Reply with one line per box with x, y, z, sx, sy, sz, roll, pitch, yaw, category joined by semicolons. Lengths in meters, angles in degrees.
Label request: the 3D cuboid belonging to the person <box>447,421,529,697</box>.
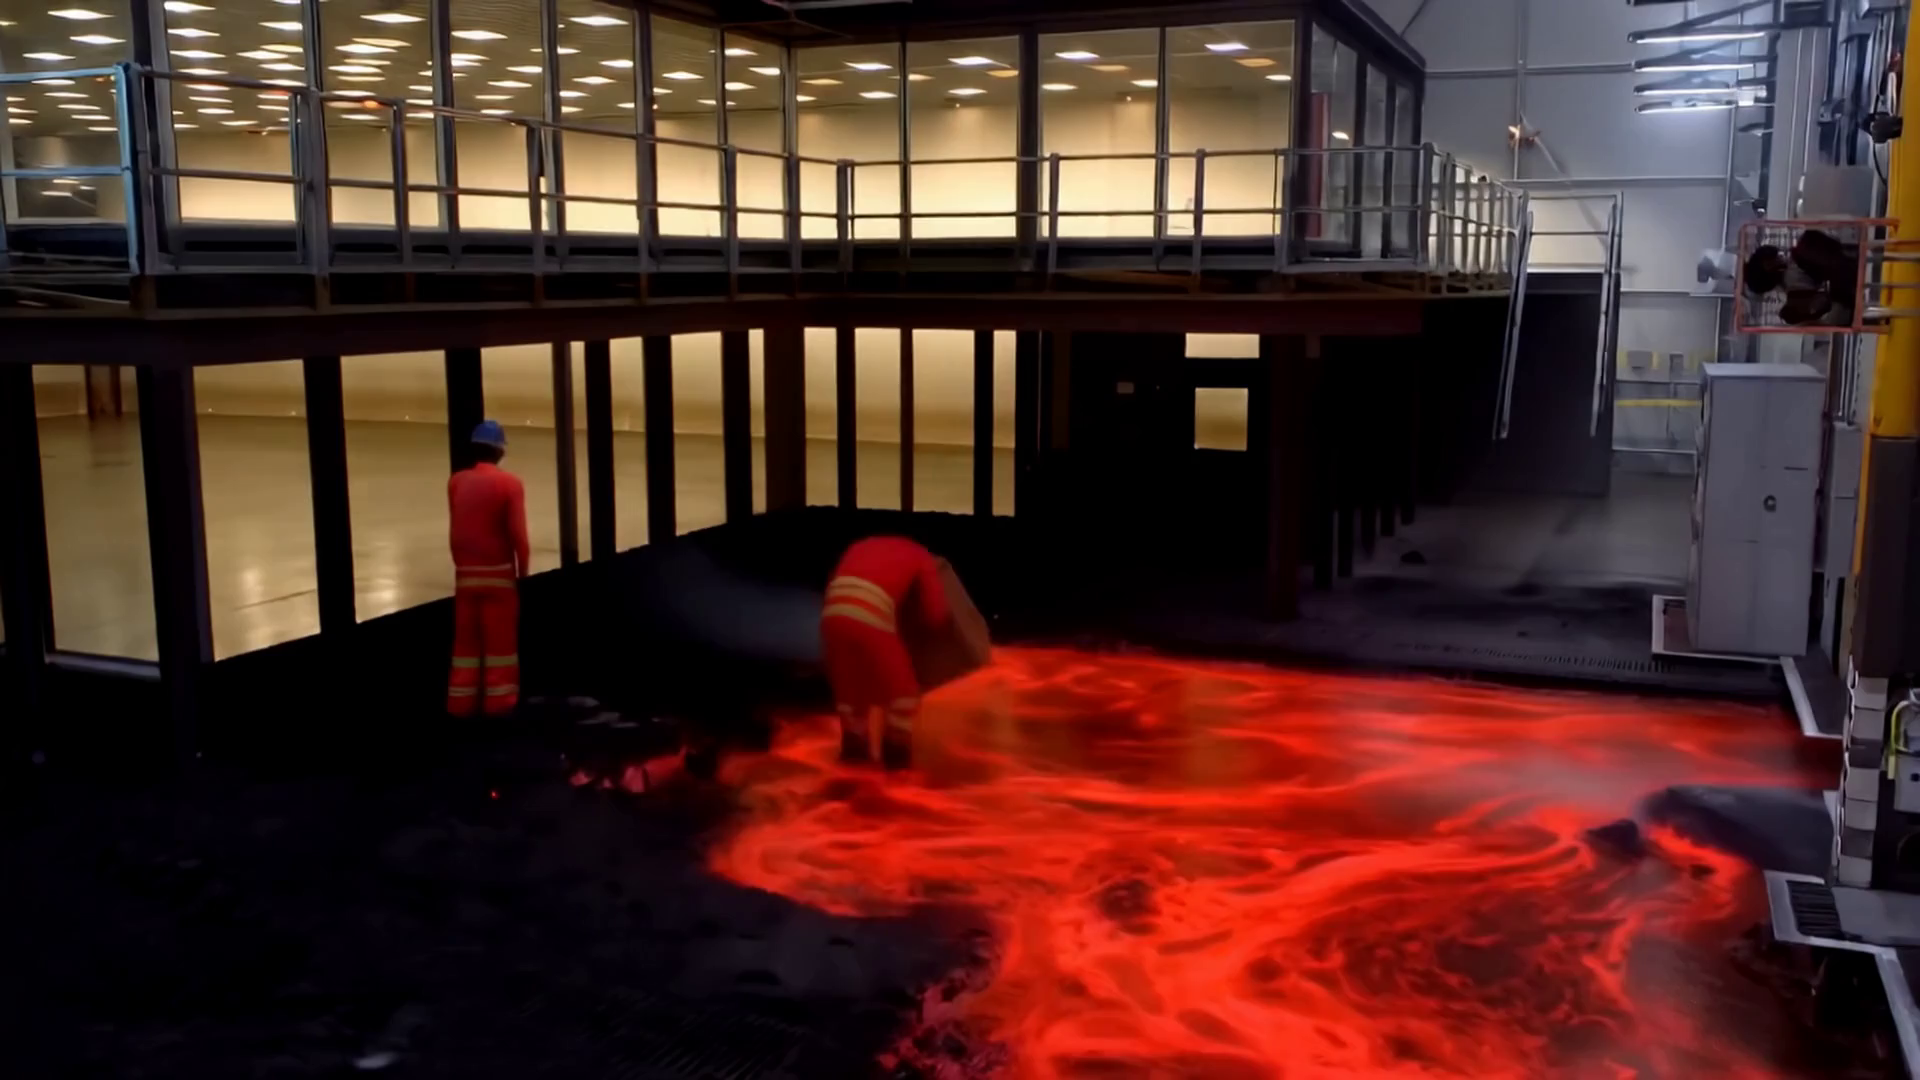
-3.379;0.139;11.985;0.607;1.986;0.398;2;9;11;person
